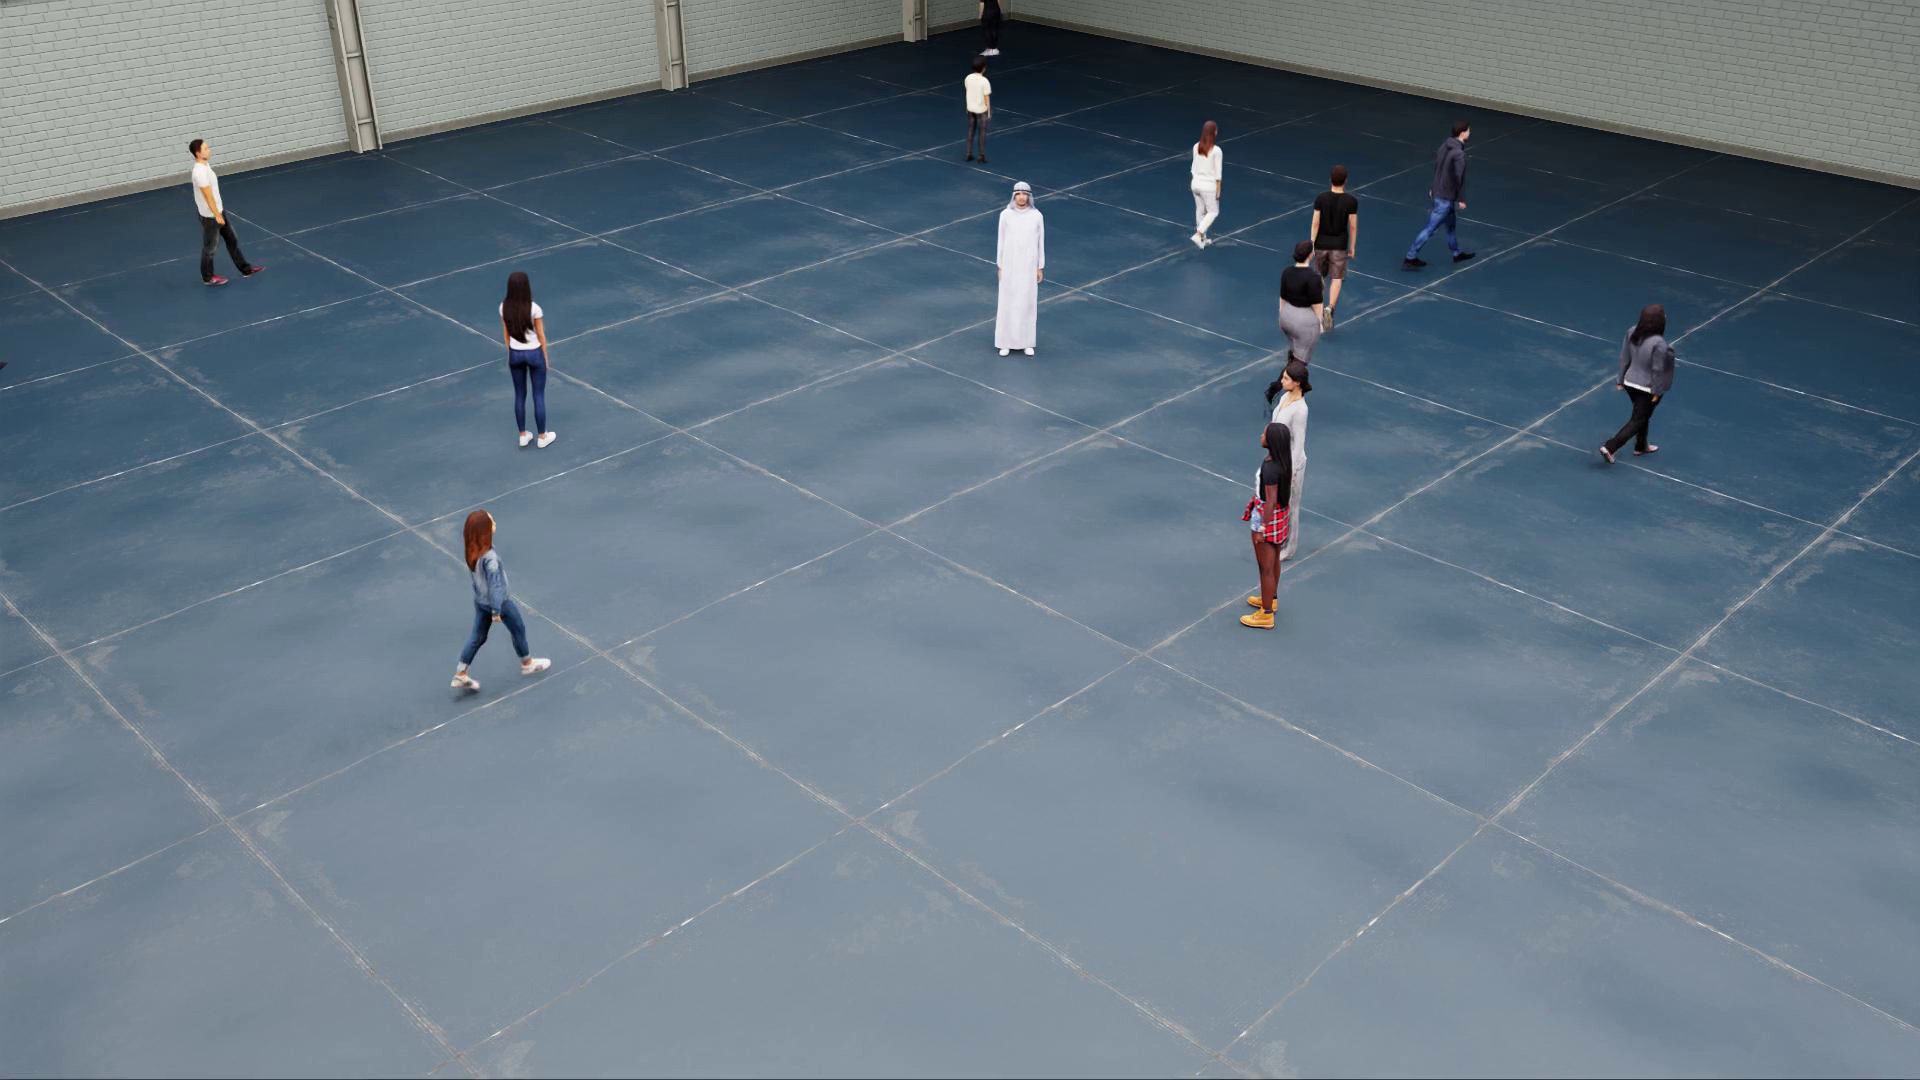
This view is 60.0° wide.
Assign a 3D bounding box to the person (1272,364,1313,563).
[{"bbox_3d":[2.778,-0.659,14.052,0.706,1.773,0.678,-4,28,-8],"label":"person"}]

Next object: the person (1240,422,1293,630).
[{"bbox_3d":[2.443,-0.132,13.111,0.762,1.727,0.660,11,30,19],"label":"person"}]

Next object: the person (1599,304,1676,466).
[{"bbox_3d":[6.420,-1.463,15.763,1.121,1.586,0.949,-8,29,-15],"label":"person"}]

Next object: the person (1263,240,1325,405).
[{"bbox_3d":[3.416,-2.159,16.908,1.099,1.736,0.815,-18,33,-30],"label":"person"}]

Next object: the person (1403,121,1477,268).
[{"bbox_3d":[5.960,-4.265,20.755,1.307,1.837,1.162,-3,28,-6],"label":"person"}]

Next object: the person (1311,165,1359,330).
[{"bbox_3d":[4.230,-3.326,18.986,1.004,1.843,1.166,6,29,11],"label":"person"}]

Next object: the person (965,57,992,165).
[{"bbox_3d":[0.264,-6.521,25.261,0.626,1.585,0.539,17,33,29],"label":"person"}]

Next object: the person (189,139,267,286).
[{"bbox_3d":[-9.221,-3.975,20.273,1.089,1.779,0.955,-7,29,-12],"label":"person"}]

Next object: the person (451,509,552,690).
[{"bbox_3d":[-3.533,0.466,12.278,0.975,1.456,0.562,-24,36,-38],"label":"person"}]

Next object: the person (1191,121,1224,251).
[{"bbox_3d":[3.143,-4.547,21.454,0.651,1.679,0.822,22,35,35],"label":"person"}]

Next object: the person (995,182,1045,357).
[{"bbox_3d":[0.653,-2.987,18.262,0.799,1.926,0.867,-1,28,-2],"label":"person"}]

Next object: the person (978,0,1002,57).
[{"bbox_3d":[0.630,-10.194,32.135,0.556,1.607,0.791,-11,30,-20],"label":"person"}]

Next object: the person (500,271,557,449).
[{"bbox_3d":[-4.185,-1.738,16.078,0.653,1.774,0.673,5,28,8],"label":"person"}]
